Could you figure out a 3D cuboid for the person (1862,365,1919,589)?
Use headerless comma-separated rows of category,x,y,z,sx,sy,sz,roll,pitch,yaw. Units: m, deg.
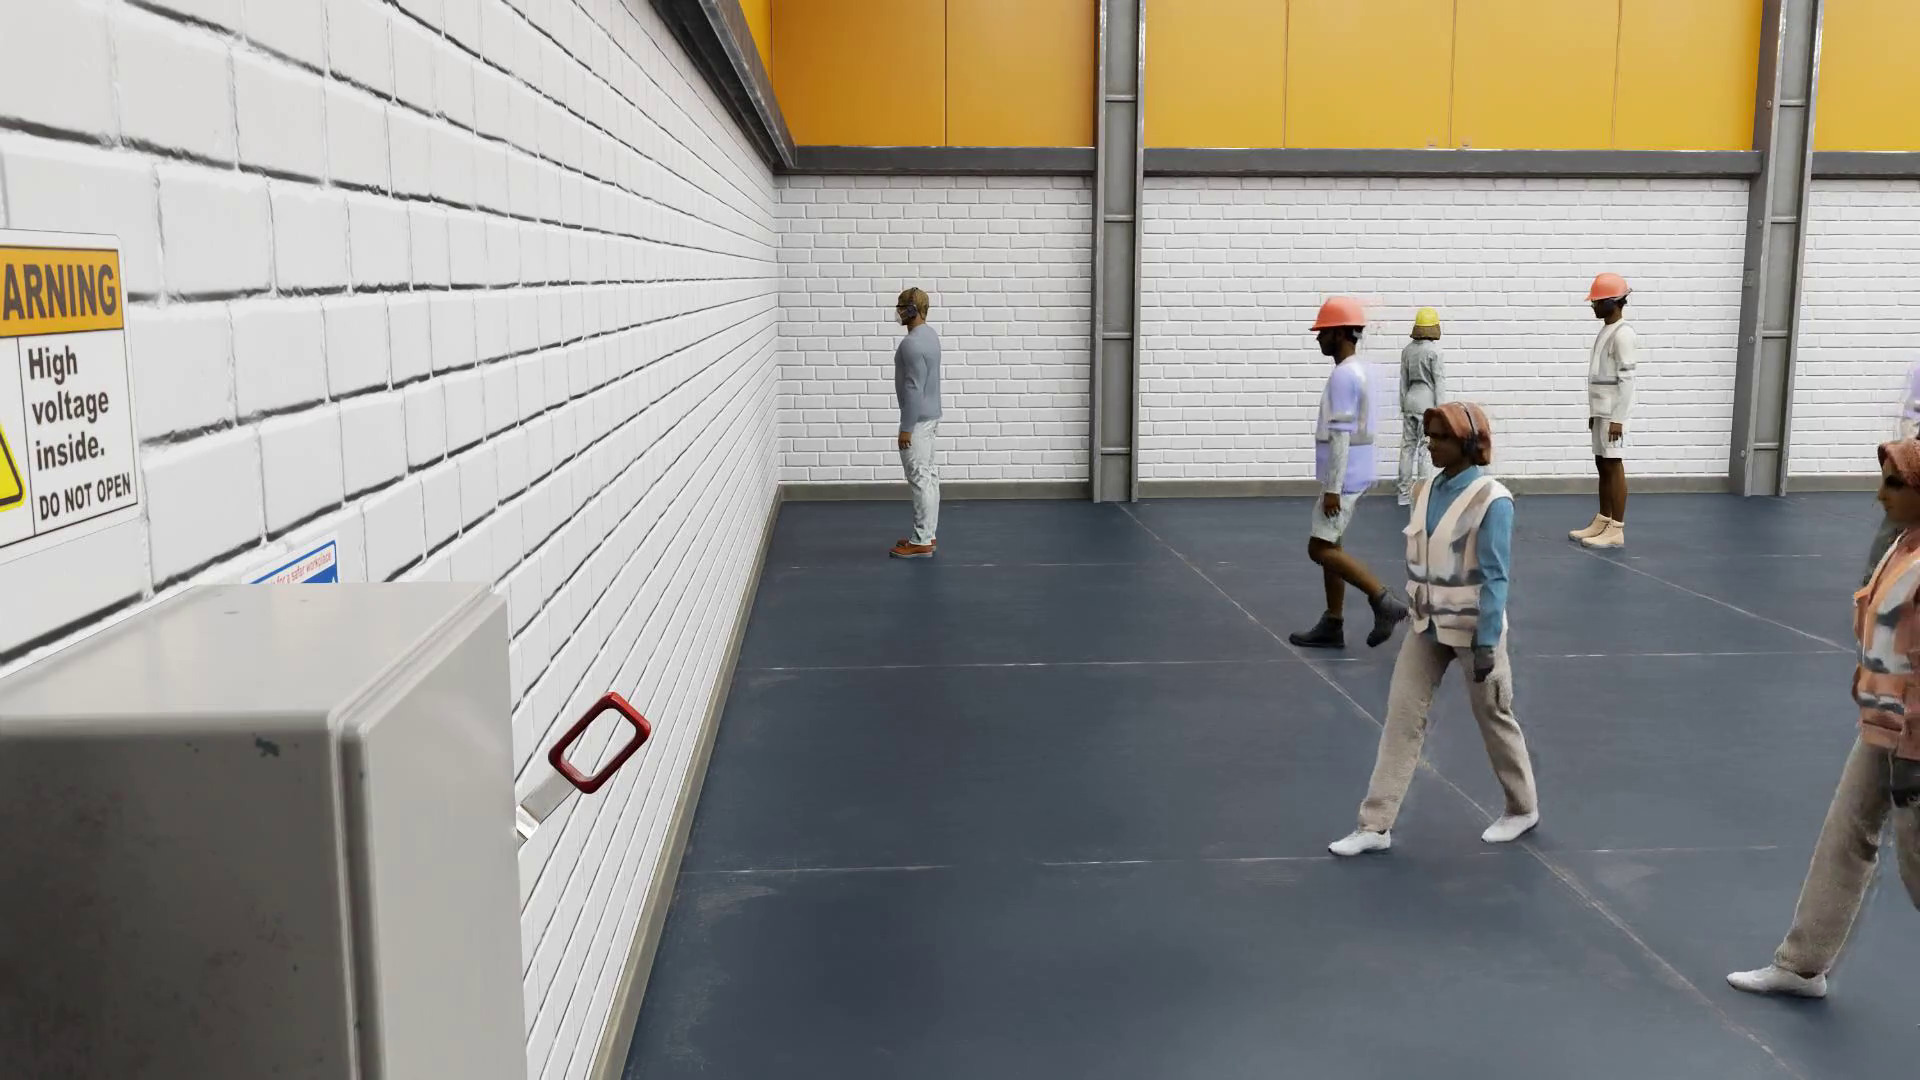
person,5.781,-0.444,9.792,0.646,1.851,0.870,-1,9,-5

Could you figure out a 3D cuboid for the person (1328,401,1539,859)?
person,1.727,0.312,5.797,0.847,1.595,0.529,-4,10,-25

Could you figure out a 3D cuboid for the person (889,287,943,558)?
person,-0.318,-0.840,11.952,0.373,1.940,0.630,1,9,9

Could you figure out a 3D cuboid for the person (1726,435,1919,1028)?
person,2.517,0.522,4.424,0.702,1.613,0.533,3,10,18

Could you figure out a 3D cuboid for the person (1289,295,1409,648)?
person,2.083,-0.337,8.856,0.553,1.917,0.559,3,10,20

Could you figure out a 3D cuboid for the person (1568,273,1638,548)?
person,4.803,-0.956,12.373,0.394,2.038,0.605,1,9,7

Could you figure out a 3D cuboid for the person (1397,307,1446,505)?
person,4.048,-1.153,14.520,0.282,1.746,0.493,-5,10,-29

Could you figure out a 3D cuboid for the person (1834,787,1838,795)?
person,3.896,0.106,6.390,0.903,1.826,0.536,-3,9,-17
